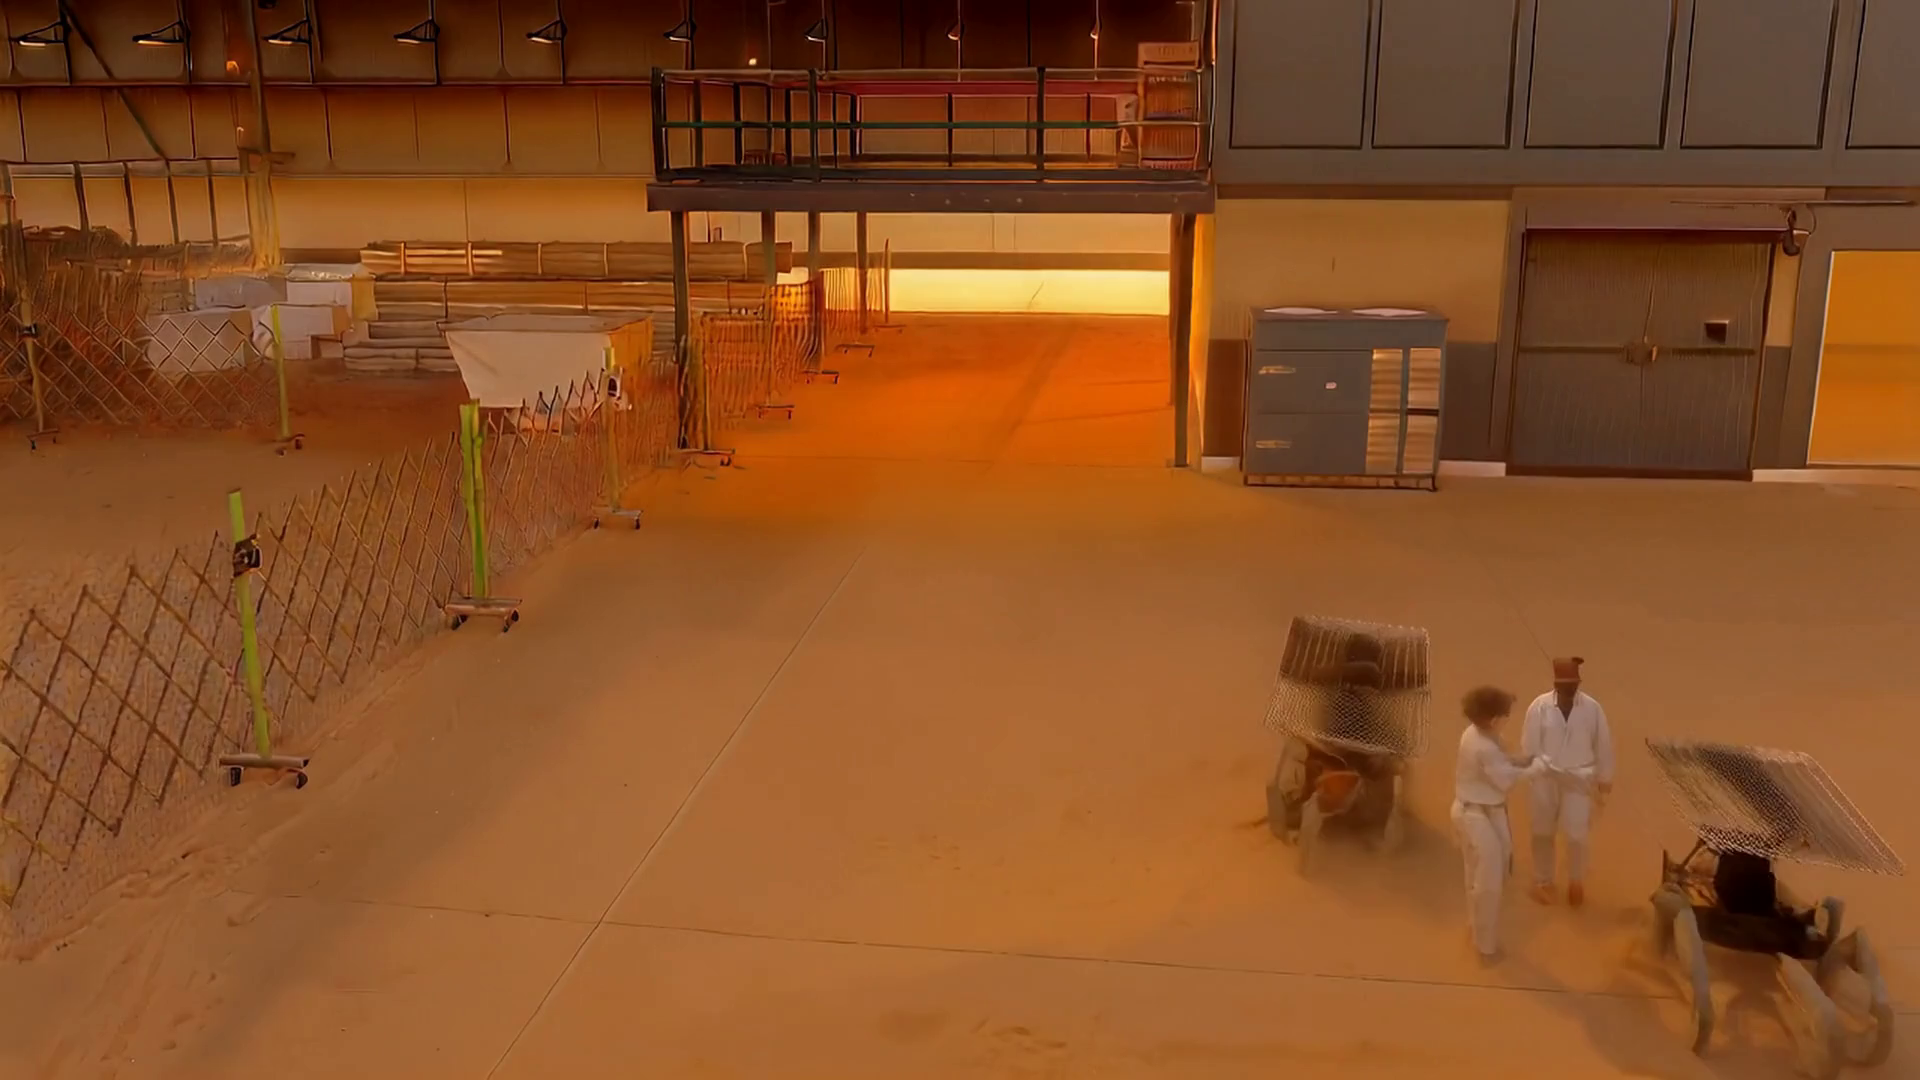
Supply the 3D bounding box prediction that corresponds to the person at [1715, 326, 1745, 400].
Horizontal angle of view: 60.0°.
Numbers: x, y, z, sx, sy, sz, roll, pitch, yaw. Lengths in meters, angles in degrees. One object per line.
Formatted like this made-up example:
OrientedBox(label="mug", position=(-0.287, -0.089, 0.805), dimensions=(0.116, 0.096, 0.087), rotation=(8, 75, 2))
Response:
OrientedBox(label="person", position=(8.370, -1.660, 18.199), dimensions=(0.407, 1.604, 0.609), rotation=(9, 17, 33))
